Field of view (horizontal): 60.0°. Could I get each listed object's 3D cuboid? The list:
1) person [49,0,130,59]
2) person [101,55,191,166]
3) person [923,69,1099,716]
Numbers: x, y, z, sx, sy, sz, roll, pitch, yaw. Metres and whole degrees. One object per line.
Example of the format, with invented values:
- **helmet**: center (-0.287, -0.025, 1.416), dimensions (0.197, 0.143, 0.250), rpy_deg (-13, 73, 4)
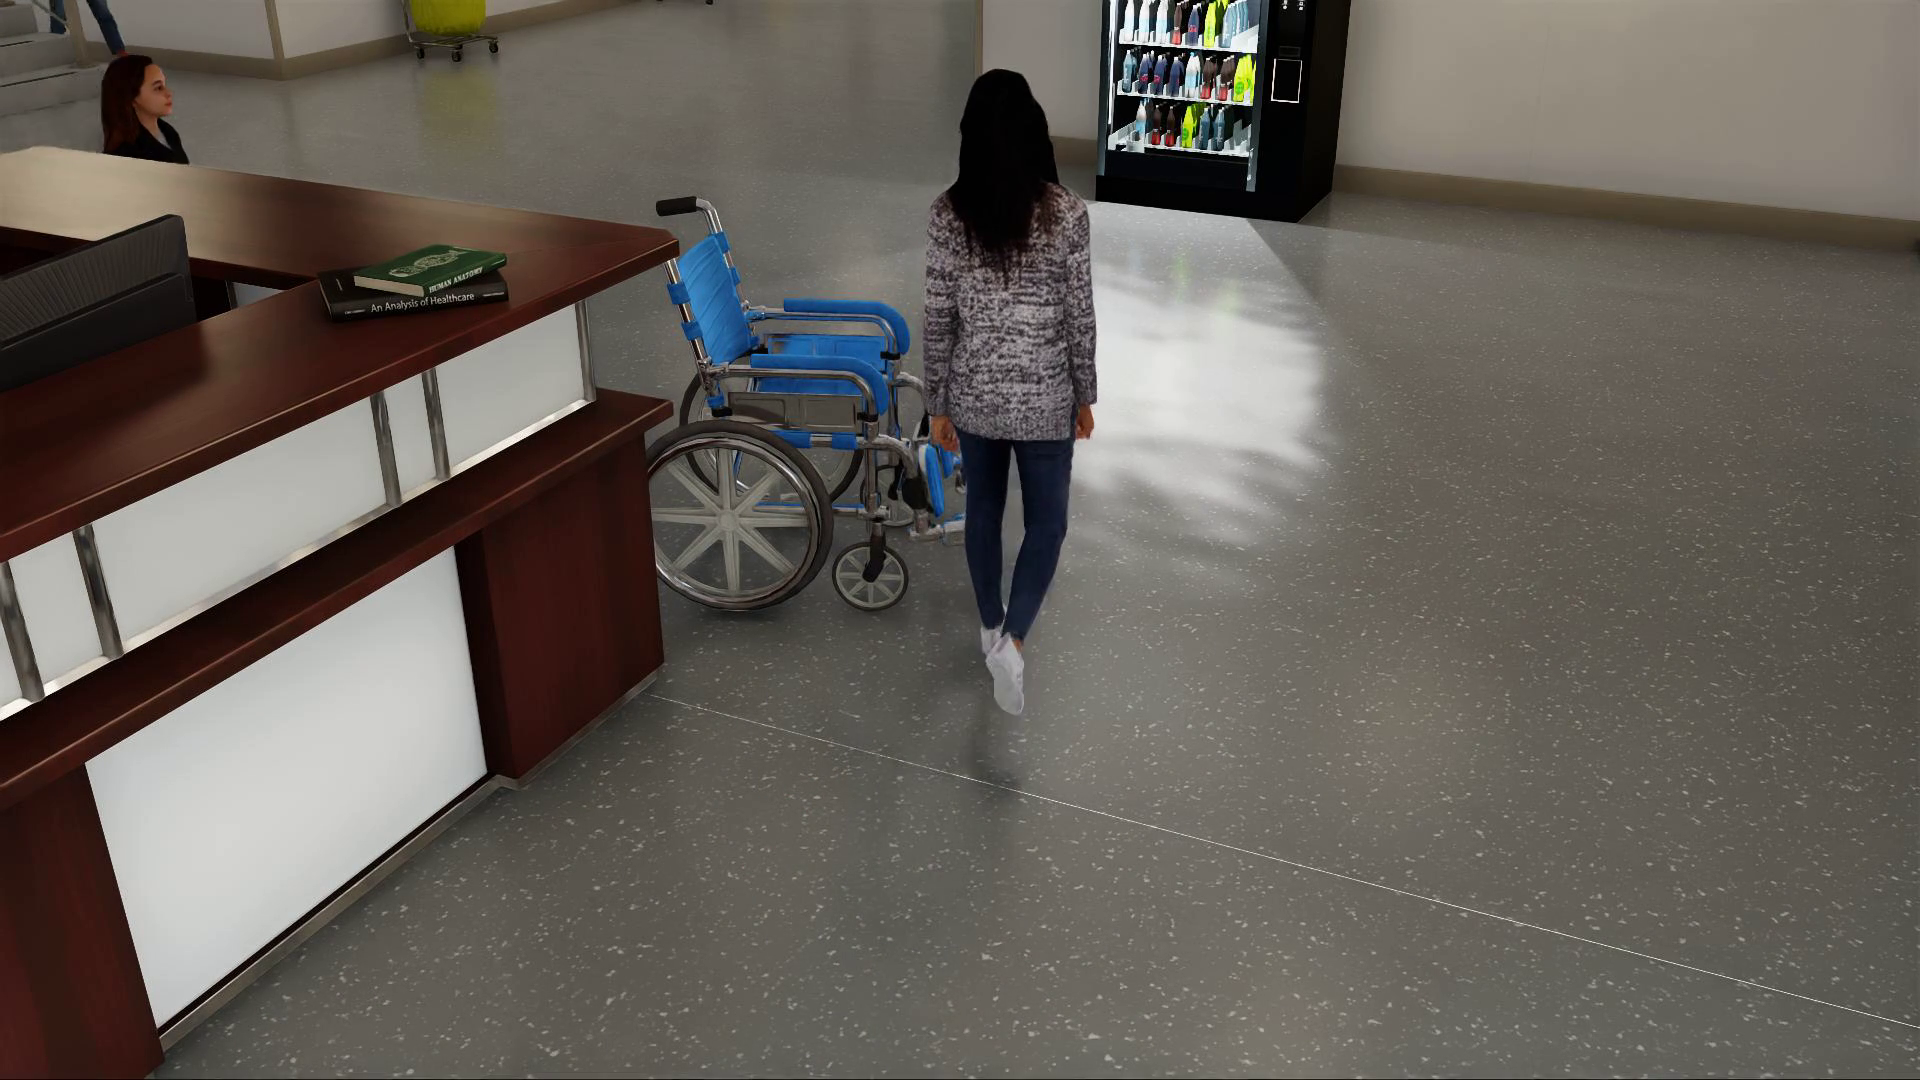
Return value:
- **person**: center (-7.079, -4.493, 13.108), dimensions (1.066, 1.643, 0.632), rpy_deg (13, 28, 24)
- **person**: center (-2.969, -1.029, 6.122), dimensions (0.742, 1.471, 0.695), rpy_deg (1, 26, 2)
- **person**: center (0.123, -0.342, 4.423), dimensions (1.001, 1.709, 0.816), rpy_deg (5, 26, 10)
